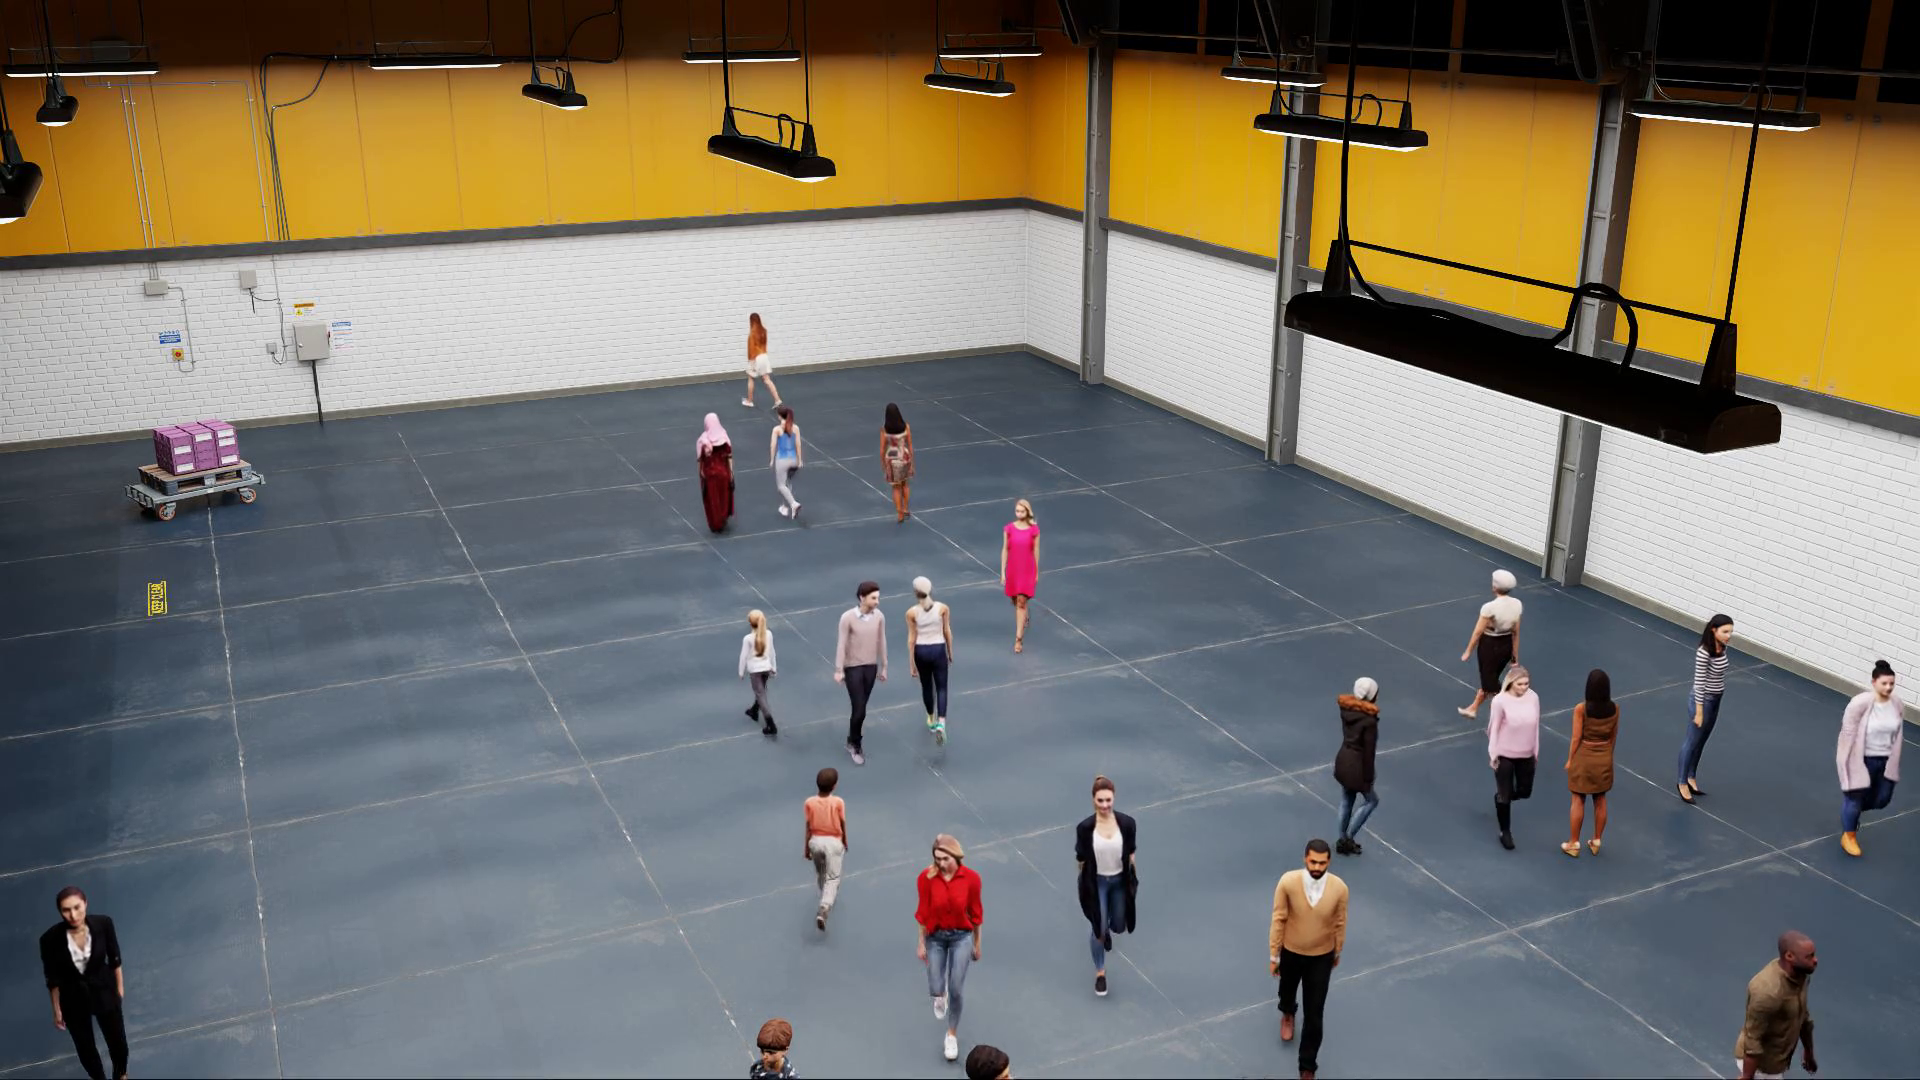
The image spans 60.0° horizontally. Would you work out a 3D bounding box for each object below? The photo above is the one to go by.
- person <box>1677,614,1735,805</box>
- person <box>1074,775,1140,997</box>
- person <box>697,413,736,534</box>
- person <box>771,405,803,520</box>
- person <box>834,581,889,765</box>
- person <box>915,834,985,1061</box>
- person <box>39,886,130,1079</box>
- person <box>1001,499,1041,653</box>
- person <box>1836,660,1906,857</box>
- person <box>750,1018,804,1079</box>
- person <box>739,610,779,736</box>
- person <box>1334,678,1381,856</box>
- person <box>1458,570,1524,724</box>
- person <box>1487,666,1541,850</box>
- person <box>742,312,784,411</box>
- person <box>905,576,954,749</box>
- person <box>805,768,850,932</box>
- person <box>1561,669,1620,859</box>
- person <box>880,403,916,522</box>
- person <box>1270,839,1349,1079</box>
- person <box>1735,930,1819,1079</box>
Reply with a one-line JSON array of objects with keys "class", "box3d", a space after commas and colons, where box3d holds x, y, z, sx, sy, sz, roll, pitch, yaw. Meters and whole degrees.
[{"class": "person", "box3d": [6.725, 1.505, 15.037, 0.639, 1.794, 0.591, -16, 24, -39]}, {"class": "person", "box3d": [1.069, 2.498, 12.282, 0.827, 1.670, 0.968, -1, 19, -2]}, {"class": "person", "box3d": [-3.293, -0.891, 22.394, 0.746, 1.638, 0.952, -5, 19, -14]}, {"class": "person", "box3d": [-2.359, -1.040, 22.919, 0.630, 1.586, 0.961, -11, 22, -30]}, {"class": "person", "box3d": [-0.979, 1.214, 15.913, 0.675, 1.785, 0.709, -9, 21, -26]}, {"class": "person", "box3d": [-0.083, 2.742, 11.534, 0.792, 1.685, 0.894, -1, 19, -2]}, {"class": "person", "box3d": [-5.727, 2.973, 10.910, 0.613, 1.645, 0.596, -11, 21, -28]}, {"class": "person", "box3d": [0.698, 0.352, 18.615, 0.965, 1.695, 1.086, 4, 19, 13]}, {"class": "person", "box3d": [7.707, 1.824, 14.188, 0.858, 1.731, 0.943, 0, 19, 1]}, {"class": "person", "box3d": [-1.080, 3.460, 9.787, 0.592, 1.439, 0.652, 7, 20, 19]}, {"class": "person", "box3d": [-1.950, 1.327, 16.421, 0.633, 1.248, 0.951, -14, 23, -36]}, {"class": "person", "box3d": [3.291, 1.929, 14.038, 0.686, 1.628, 0.515, -8, 20, -22]}, {"class": "person", "box3d": [5.240, 1.185, 16.120, 0.626, 1.708, 1.054, -9, 20, -24]}, {"class": "person", "box3d": [4.724, 1.811, 14.326, 0.772, 1.668, 0.888, -4, 19, -10]}, {"class": "person", "box3d": [-3.405, -3.068, 28.785, 1.180, 1.686, 0.881, 17, 25, 41]}, {"class": "person", "box3d": [-0.278, 1.202, 16.127, 0.887, 1.672, 1.176, -1, 19, -2]}, {"class": "person", "box3d": [-1.059, 2.431, 13.079, 0.790, 1.288, 0.936, 3, 19, 9]}, {"class": "person", "box3d": [5.340, 1.886, 14.073, 0.613, 1.686, 0.597, -3, 19, -8]}, {"class": "person", "box3d": [-0.866, -1.040, 22.866, 0.773, 1.620, 0.880, -2, 19, -5]}, {"class": "person", "box3d": [2.346, 2.784, 11.351, 1.118, 1.722, 1.236, 5, 19, 14]}, {"class": "person", "box3d": [4.840, 3.142, 10.154, 0.956, 1.807, 0.900, 15, 24, 38]}]
